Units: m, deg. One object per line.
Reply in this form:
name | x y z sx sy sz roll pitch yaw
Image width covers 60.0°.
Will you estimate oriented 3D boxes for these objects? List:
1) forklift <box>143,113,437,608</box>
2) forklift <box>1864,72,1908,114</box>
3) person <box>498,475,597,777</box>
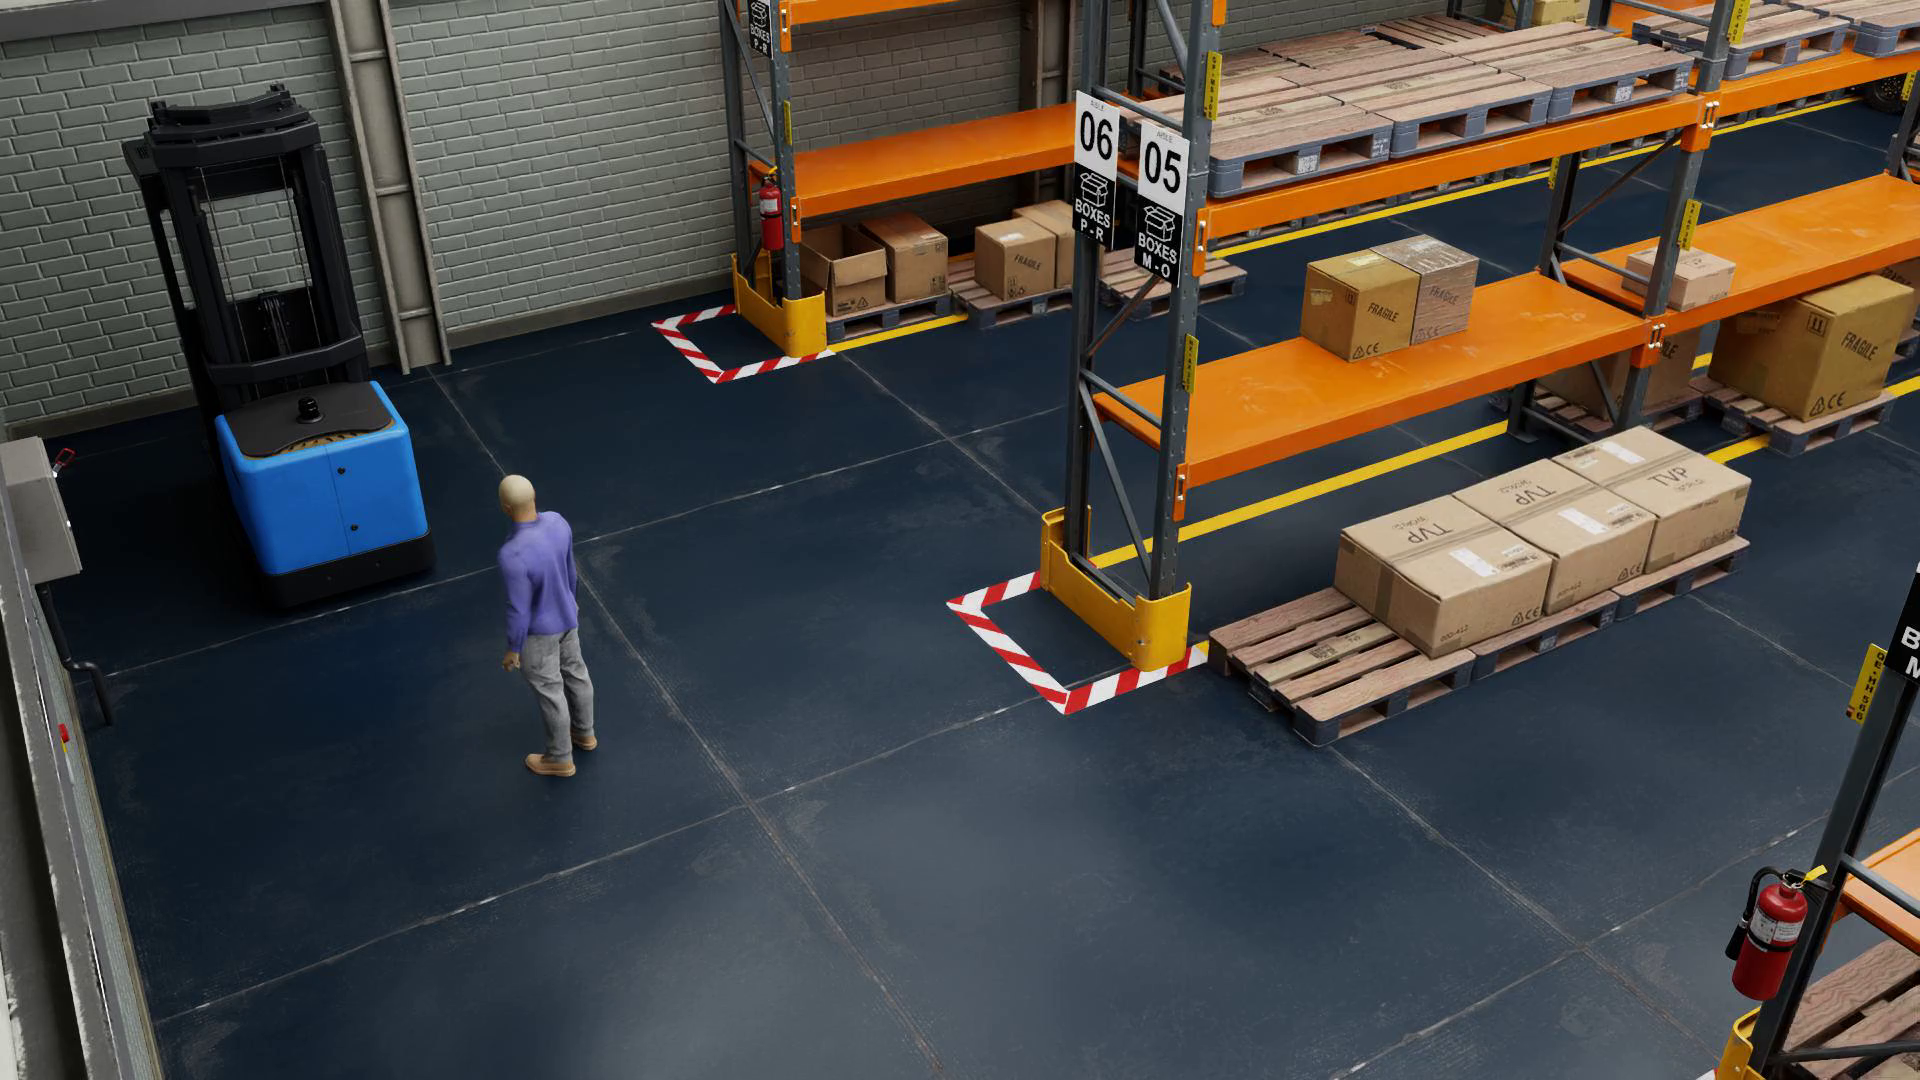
forklift | -4.289 -1.259 10.509 1.129 2.768 1.873 -17 36 -26
forklift | 11.468 -5.645 18.244 1.214 2.155 2.313 -17 36 -26
person | -2.174 0.457 8.752 0.393 1.796 0.593 12 34 19
